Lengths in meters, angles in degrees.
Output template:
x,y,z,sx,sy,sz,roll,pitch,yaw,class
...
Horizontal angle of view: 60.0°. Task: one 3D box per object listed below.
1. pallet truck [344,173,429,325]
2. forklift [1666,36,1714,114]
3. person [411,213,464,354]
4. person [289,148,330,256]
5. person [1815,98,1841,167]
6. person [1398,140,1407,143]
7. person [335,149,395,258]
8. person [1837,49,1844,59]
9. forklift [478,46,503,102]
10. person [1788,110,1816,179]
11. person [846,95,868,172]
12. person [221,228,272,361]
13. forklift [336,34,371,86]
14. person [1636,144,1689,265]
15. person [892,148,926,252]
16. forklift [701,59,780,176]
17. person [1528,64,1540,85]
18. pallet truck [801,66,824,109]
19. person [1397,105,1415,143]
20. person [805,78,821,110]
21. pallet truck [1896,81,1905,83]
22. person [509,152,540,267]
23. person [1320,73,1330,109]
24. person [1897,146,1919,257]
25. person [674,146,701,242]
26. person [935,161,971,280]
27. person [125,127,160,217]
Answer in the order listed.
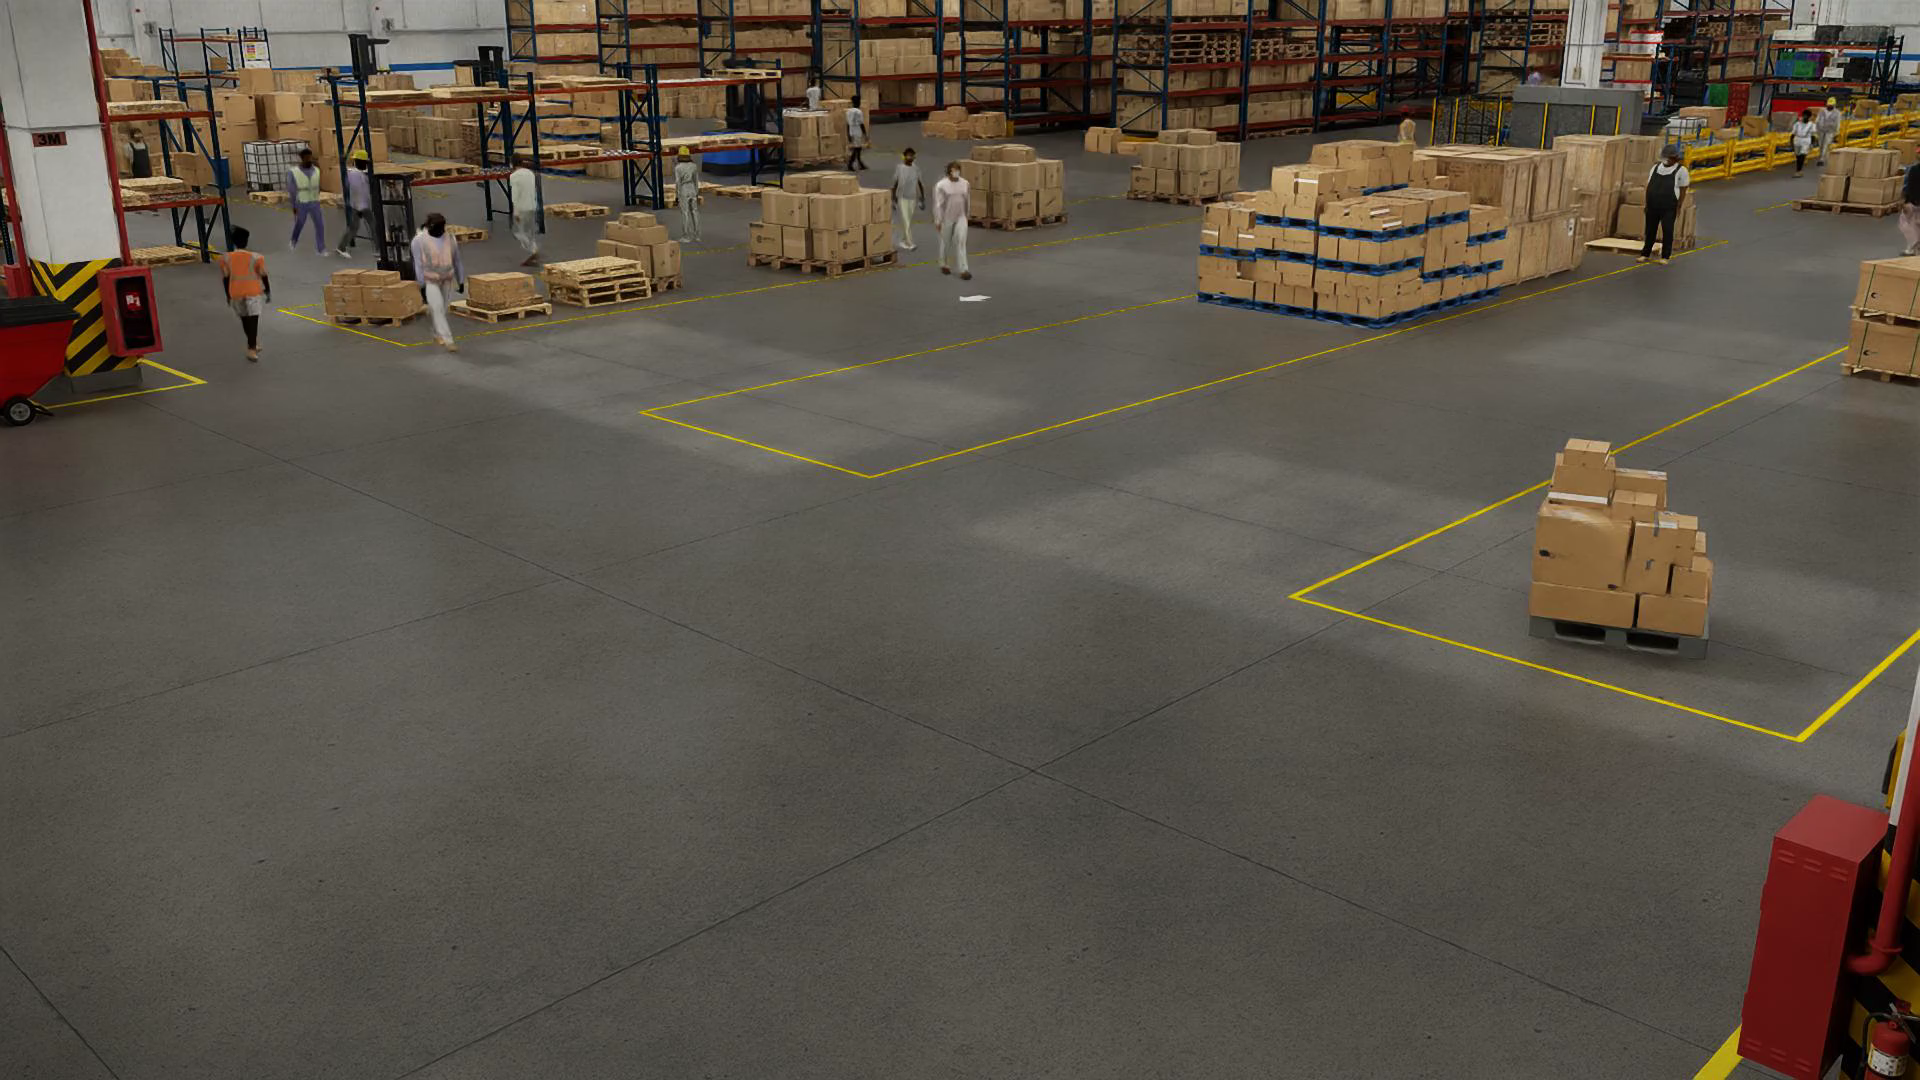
x,y,z,sx,sy,sz,roll,pitch,yaw,class
-8.209,-4.181,23.757,0.823,1.965,1.885,3,19,9,pallet truck
27.341,-17.291,61.877,1.129,2.768,1.873,17,25,41,forklift
-6.775,-3.355,21.613,0.633,1.790,0.947,-17,25,-41,person
-11.558,-5.976,29.373,0.945,1.877,0.595,17,25,41,person
22.897,-10.785,43.992,0.933,1.785,0.587,-17,25,-42,person
8.479,-6.842,32.153,0.538,1.746,0.451,-11,21,-30,person
-10.495,-5.853,28.996,0.968,1.869,0.643,-2,18,-5,person
41.363,-22.280,78.319,0.412,1.987,0.607,13,22,34,person
-14.400,-13.831,51.452,1.129,2.768,1.873,17,25,41,forklift
20.916,-9.835,41.335,0.883,1.649,0.545,-16,24,-40,person
-2.666,-10.437,42.707,0.678,1.962,0.623,-12,22,-31,person
-9.044,-3.114,21.084,0.542,1.650,0.879,-2,18,-6,person
-23.394,-18.320,64.977,1.129,2.768,1.873,17,25,41,forklift
11.945,-5.710,28.297,0.535,2.000,0.673,-17,25,-41,person
-0.888,-6.068,29.718,0.549,1.816,0.966,-7,20,-20,person
-5.565,-10.723,42.089,1.129,2.768,1.873,17,25,41,forklift
20.835,-16.268,60.309,0.725,1.913,0.662,-4,19,-11,person
-4.812,-15.182,56.903,0.823,1.965,1.885,-9,21,-26,pallet truck
10.413,-9.233,39.103,0.509,1.915,0.565,16,24,40,person
-4.635,-13.715,52.770,0.536,1.824,1.006,-12,22,-31,person
34.802,-16.331,61.455,0.653,1.274,1.630,17,25,41,pallet truck
-7.336,-5.540,27.976,0.440,1.927,0.642,8,20,22,person
12.933,-15.730,59.088,0.551,1.644,0.860,16,24,39,person
16.676,-5.884,28.915,0.616,1.982,0.516,-5,19,-14,person
-5.085,-6.425,30.915,0.492,1.742,0.323,-15,24,-39,person
-0.109,-5.189,26.989,0.645,1.887,1.044,-7,20,-20,person
-17.007,-7.639,34.484,0.929,1.813,0.522,17,25,41,person
